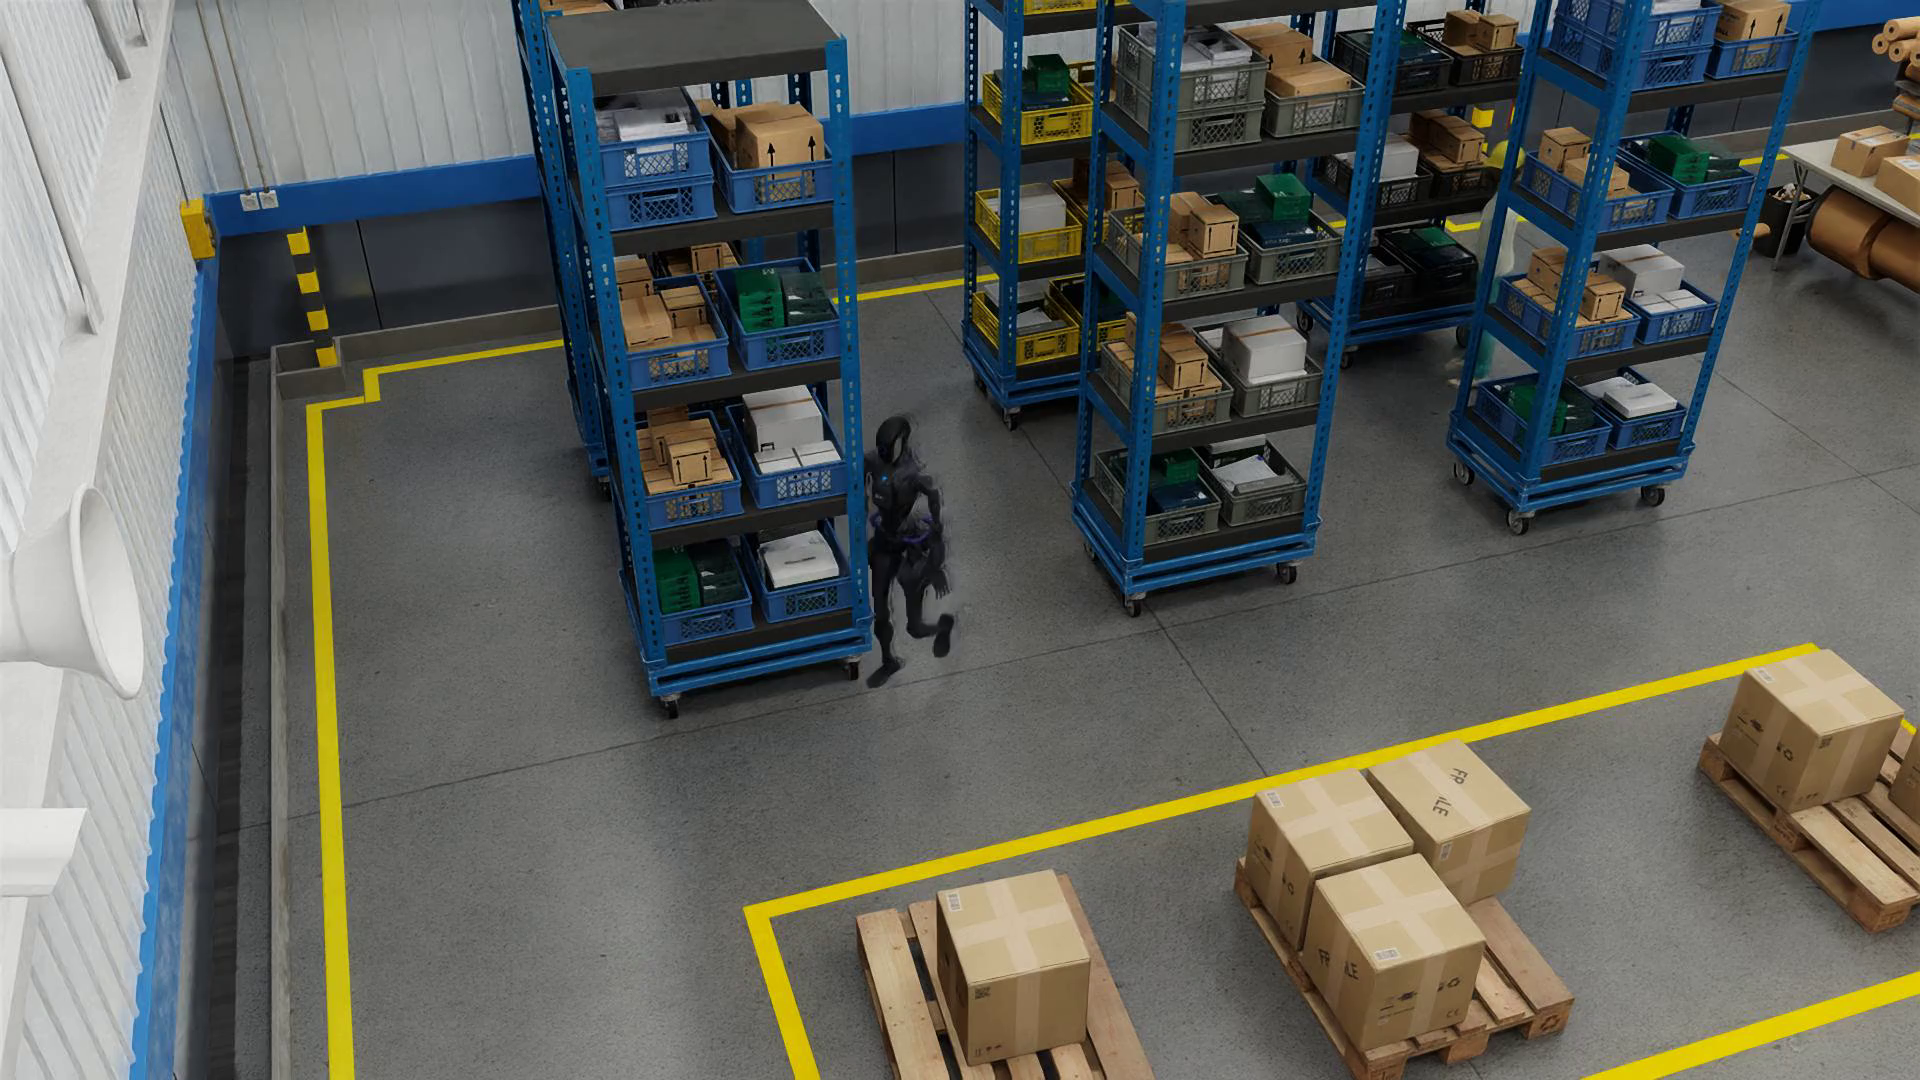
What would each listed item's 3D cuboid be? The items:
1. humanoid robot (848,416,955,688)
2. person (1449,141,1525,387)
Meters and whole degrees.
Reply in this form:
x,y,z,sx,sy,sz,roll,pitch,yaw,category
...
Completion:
x,y,z,sx,sy,sz,roll,pitch,yaw,category
-0.301,0.030,8.790,0.595,1.640,0.493,22,41,28,humanoid robot
3.631,-1.887,11.431,0.324,1.766,0.532,11,37,15,person
